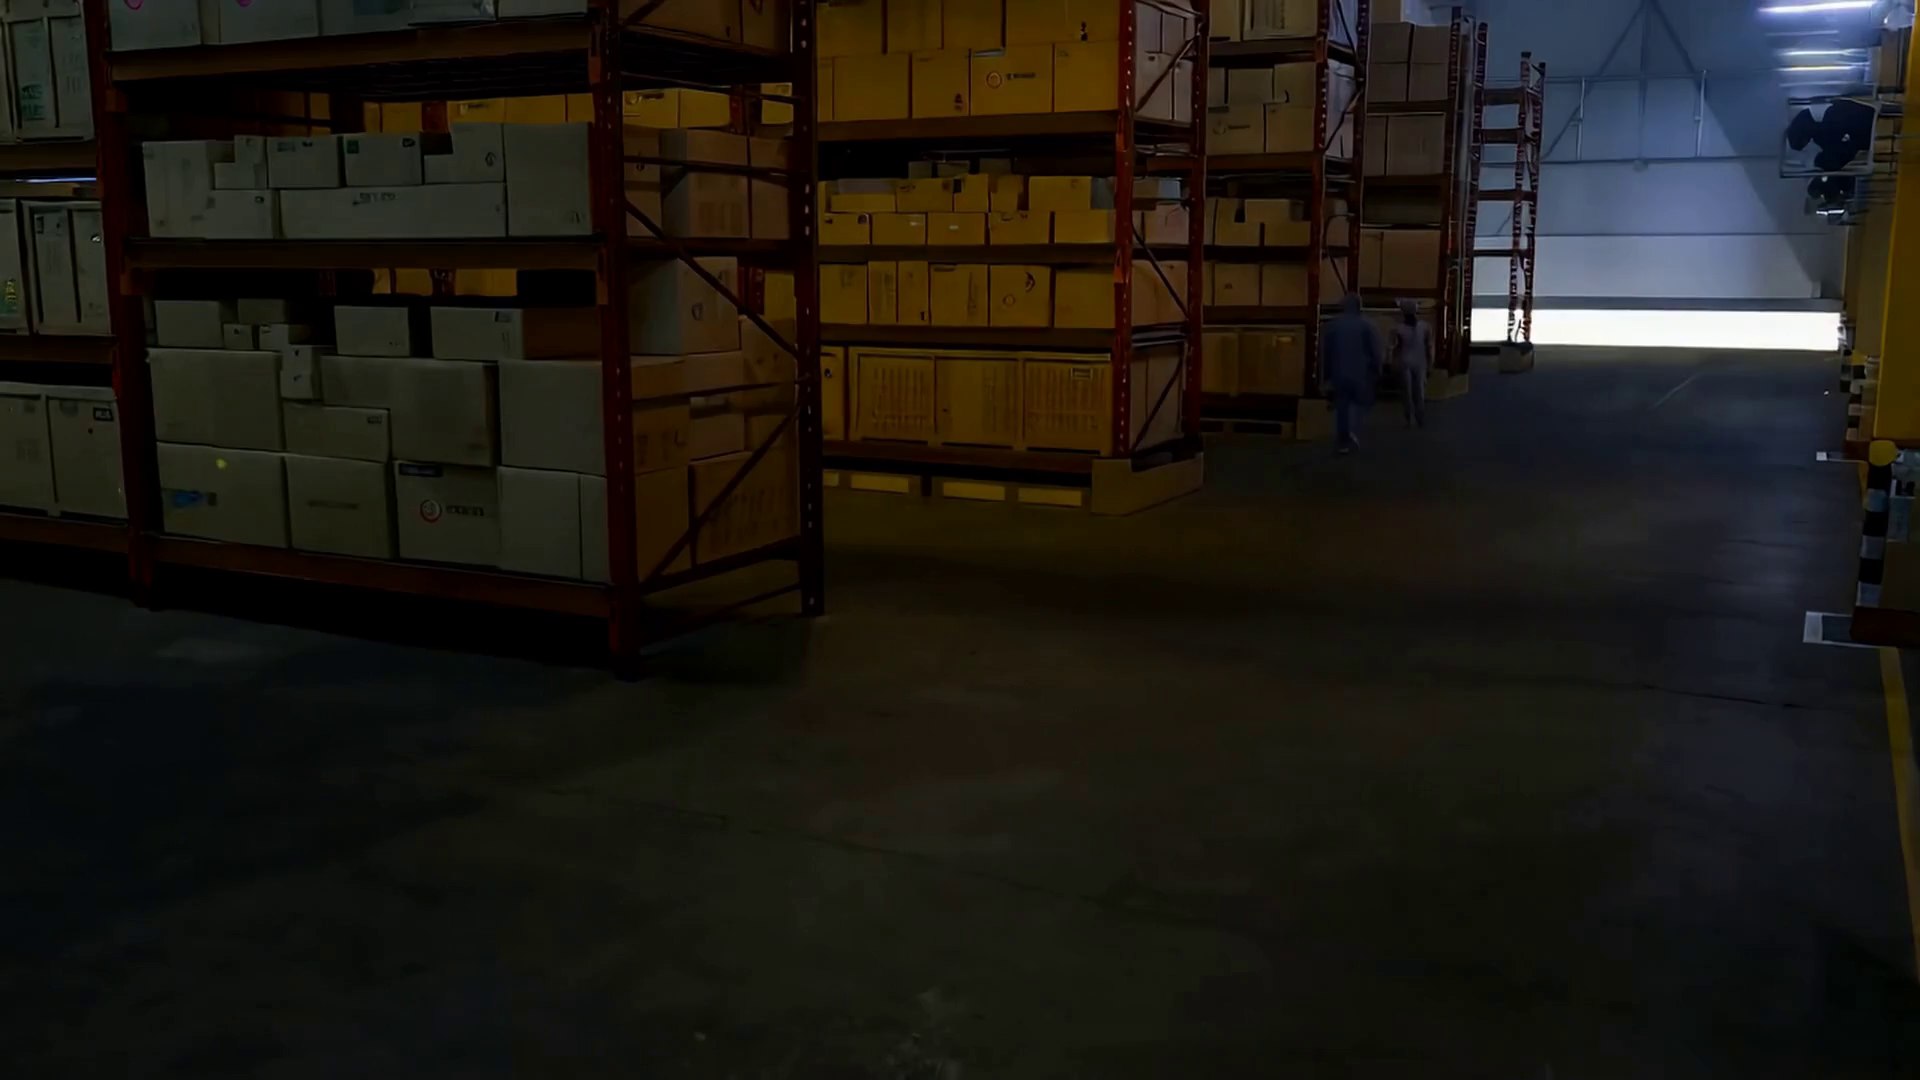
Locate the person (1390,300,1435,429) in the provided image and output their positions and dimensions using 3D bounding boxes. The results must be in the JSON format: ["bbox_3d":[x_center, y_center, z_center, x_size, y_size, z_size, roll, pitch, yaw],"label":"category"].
[{"bbox_3d":[6.006,-2.328,22.080,0.591,1.720,0.436,1,10,6],"label":"person"}]

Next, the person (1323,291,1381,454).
[{"bbox_3d":[4.532,-1.925,19.240,0.674,1.892,0.419,5,11,26],"label":"person"}]

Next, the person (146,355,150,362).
[{"bbox_3d":[-7.848,-1.353,15.933,0.927,1.892,0.555,5,11,27],"label":"person"}]
